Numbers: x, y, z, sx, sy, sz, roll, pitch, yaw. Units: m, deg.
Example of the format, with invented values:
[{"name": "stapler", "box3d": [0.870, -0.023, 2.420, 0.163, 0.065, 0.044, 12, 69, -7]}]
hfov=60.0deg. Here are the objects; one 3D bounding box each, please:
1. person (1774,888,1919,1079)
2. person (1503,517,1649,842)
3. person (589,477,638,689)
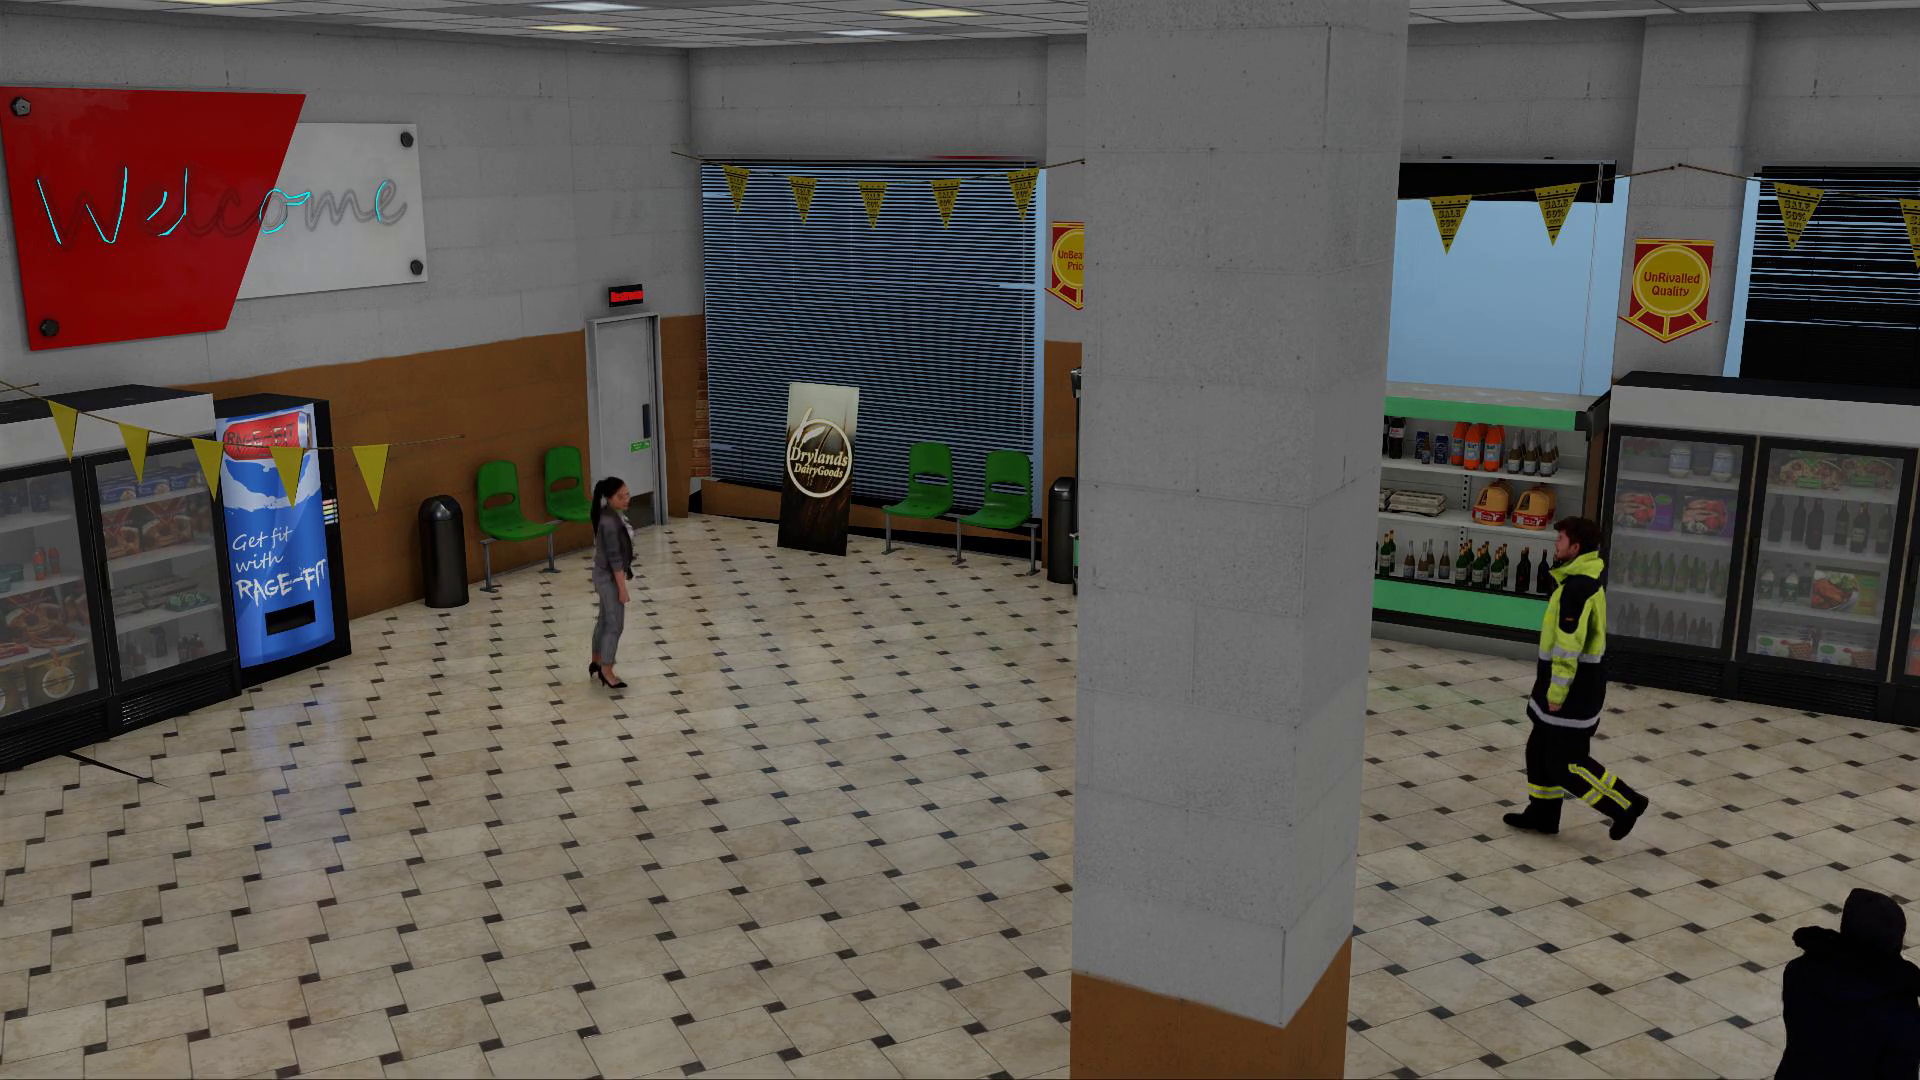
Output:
[{"name": "person", "box3d": [2.936, 1.997, 5.692, 1.034, 1.637, 1.112, -8, 16, -31]}, {"name": "person", "box3d": [3.655, 0.854, 9.721, 1.079, 1.959, 0.866, 5, 15, 21]}, {"name": "person", "box3d": [-2.687, 0.324, 12.581, 0.929, 1.642, 0.855, -7, 15, -28]}]
